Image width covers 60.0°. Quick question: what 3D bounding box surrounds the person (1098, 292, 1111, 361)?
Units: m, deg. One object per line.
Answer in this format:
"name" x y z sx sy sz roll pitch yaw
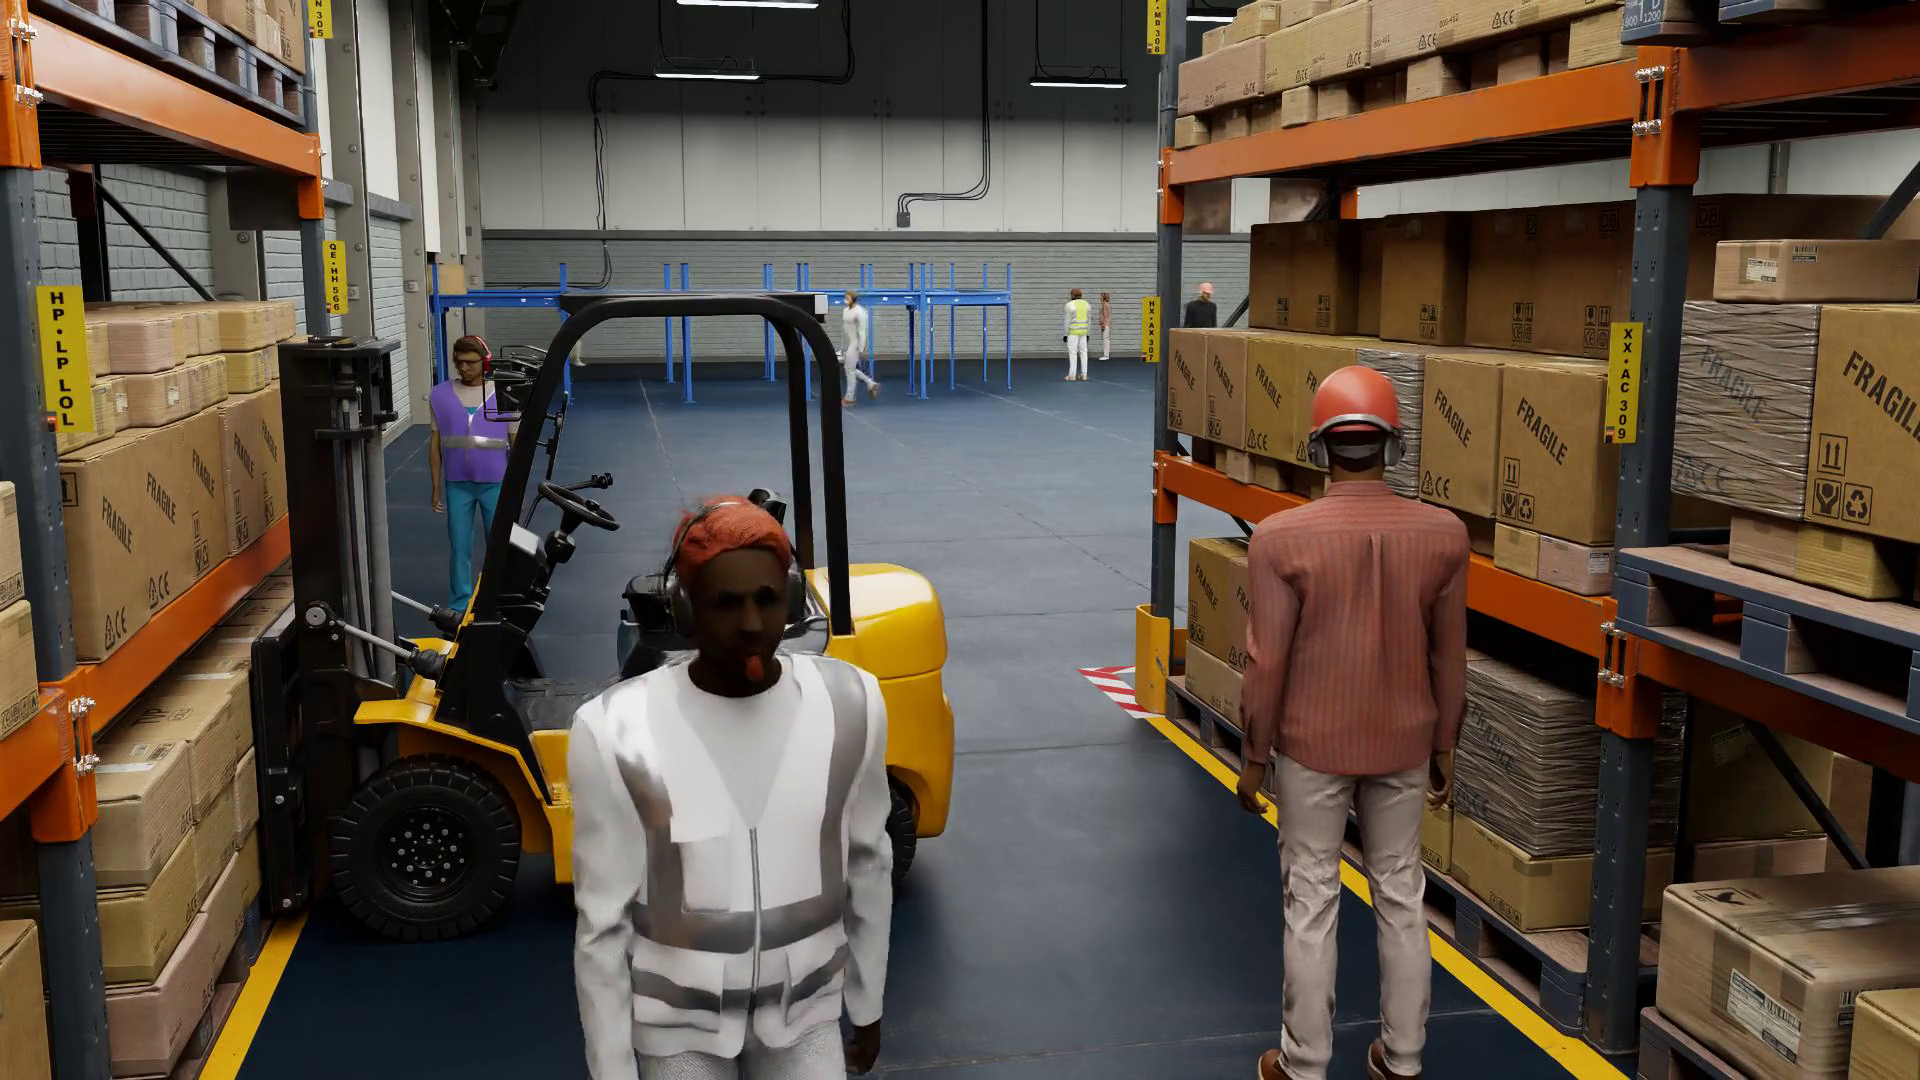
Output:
"person" 3.517 -5.179 40.337 0.308 1.640 0.510 1 9 7

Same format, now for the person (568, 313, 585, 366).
"person" -8.890 -4.769 37.914 0.582 1.604 0.530 2 9 10

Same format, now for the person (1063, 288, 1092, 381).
"person" 2.322 -4.112 33.226 0.634 1.839 0.429 -6 11 -31

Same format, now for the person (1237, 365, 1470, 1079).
"person" 1.029 0.538 4.413 0.617 1.990 0.393 -1 9 -8

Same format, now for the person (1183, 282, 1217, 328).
"person" 4.470 -3.788 30.873 0.632 1.966 0.518 -4 10 -21

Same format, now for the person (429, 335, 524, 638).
"person" -2.946 -0.330 10.173 0.564 1.837 0.388 -1 9 -7

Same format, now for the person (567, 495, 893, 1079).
"person" -0.382 0.847 2.919 0.582 1.872 0.418 -3 10 -20

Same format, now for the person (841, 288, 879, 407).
"person" -1.680 -3.140 27.069 0.742 1.920 0.637 -4 10 -25

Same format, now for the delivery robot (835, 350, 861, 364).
"delivery robot" -2.485 -3.994 36.257 0.707 0.478 0.477 2 10 14

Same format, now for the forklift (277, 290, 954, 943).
"forklift" -1.179 0.175 6.143 2.313 2.155 1.214 -2 10 -12
